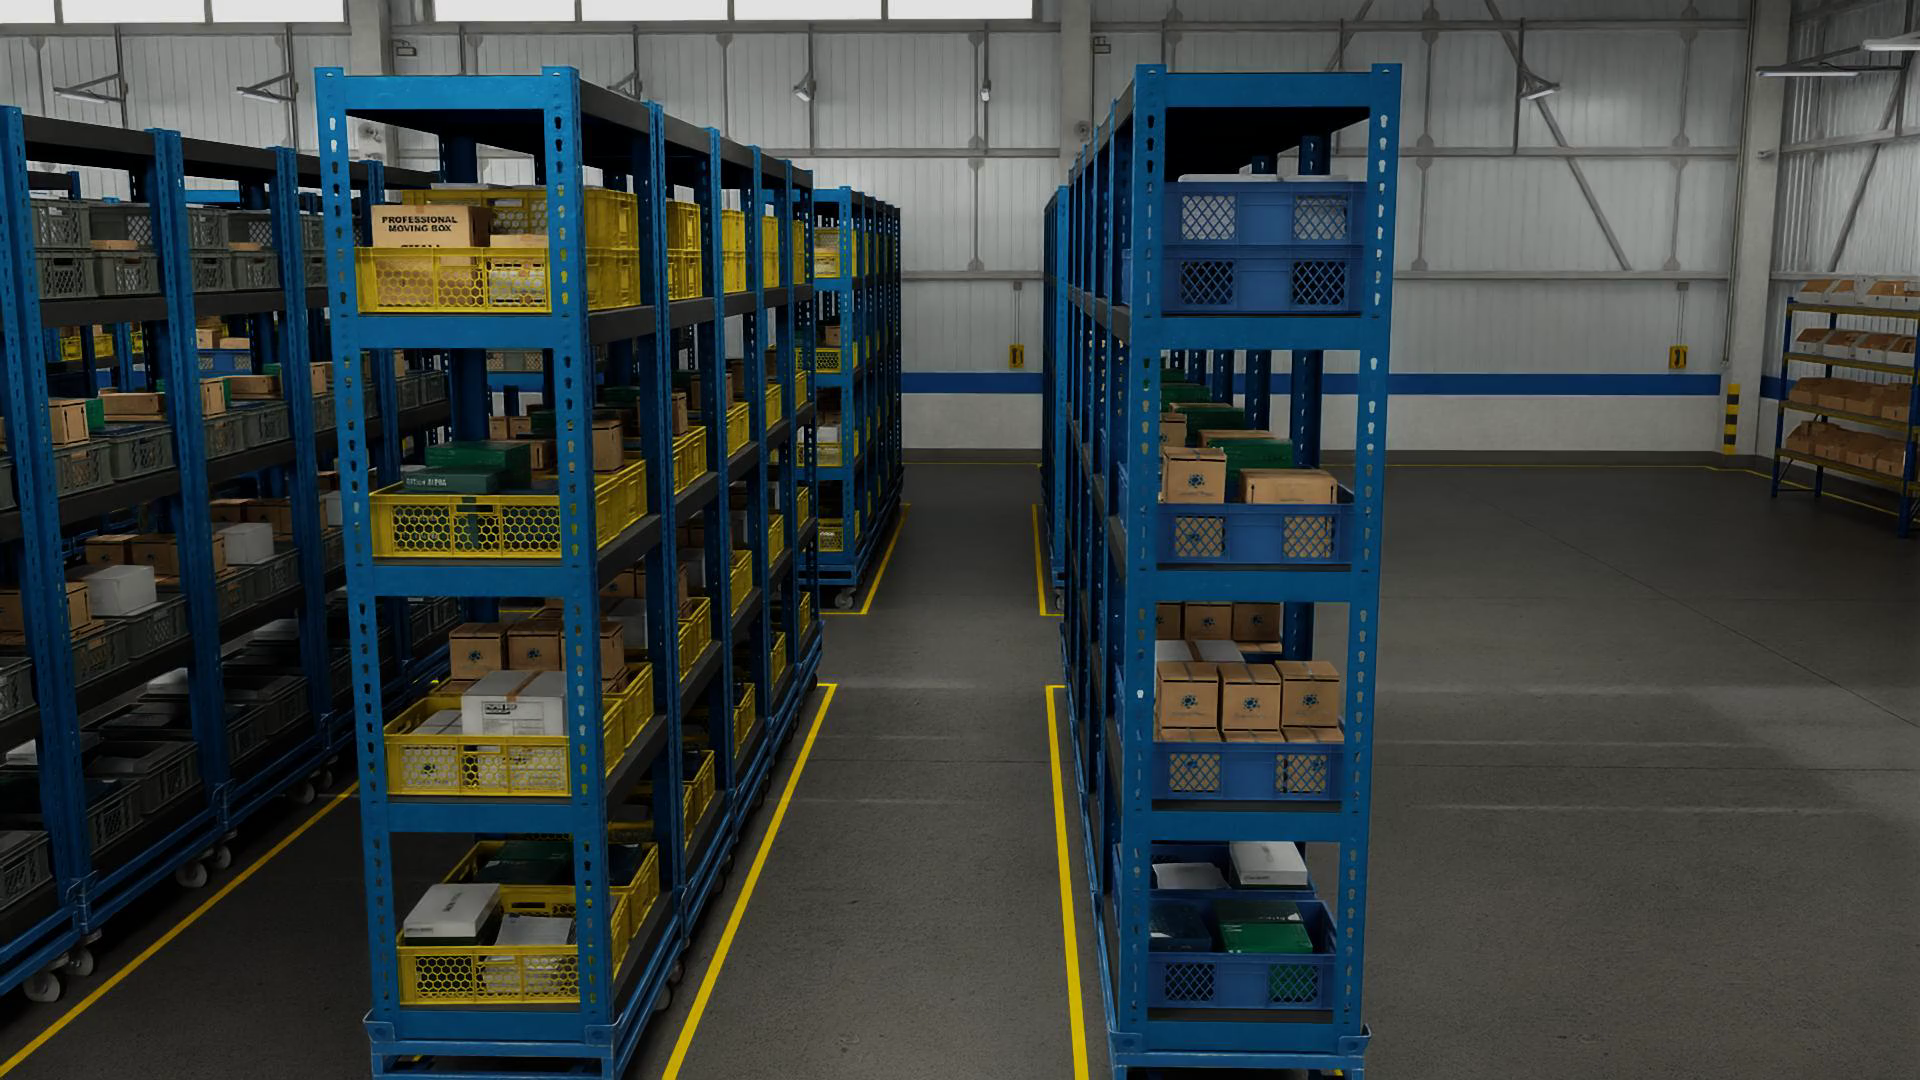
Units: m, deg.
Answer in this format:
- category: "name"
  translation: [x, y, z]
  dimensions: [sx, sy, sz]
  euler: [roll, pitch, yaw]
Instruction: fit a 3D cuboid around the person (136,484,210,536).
- category: "person"
  translation: [-6.414, -0.183, 13.582]
  dimensions: [0.450, 1.829, 0.580]
  euler: [4, 11, 23]
